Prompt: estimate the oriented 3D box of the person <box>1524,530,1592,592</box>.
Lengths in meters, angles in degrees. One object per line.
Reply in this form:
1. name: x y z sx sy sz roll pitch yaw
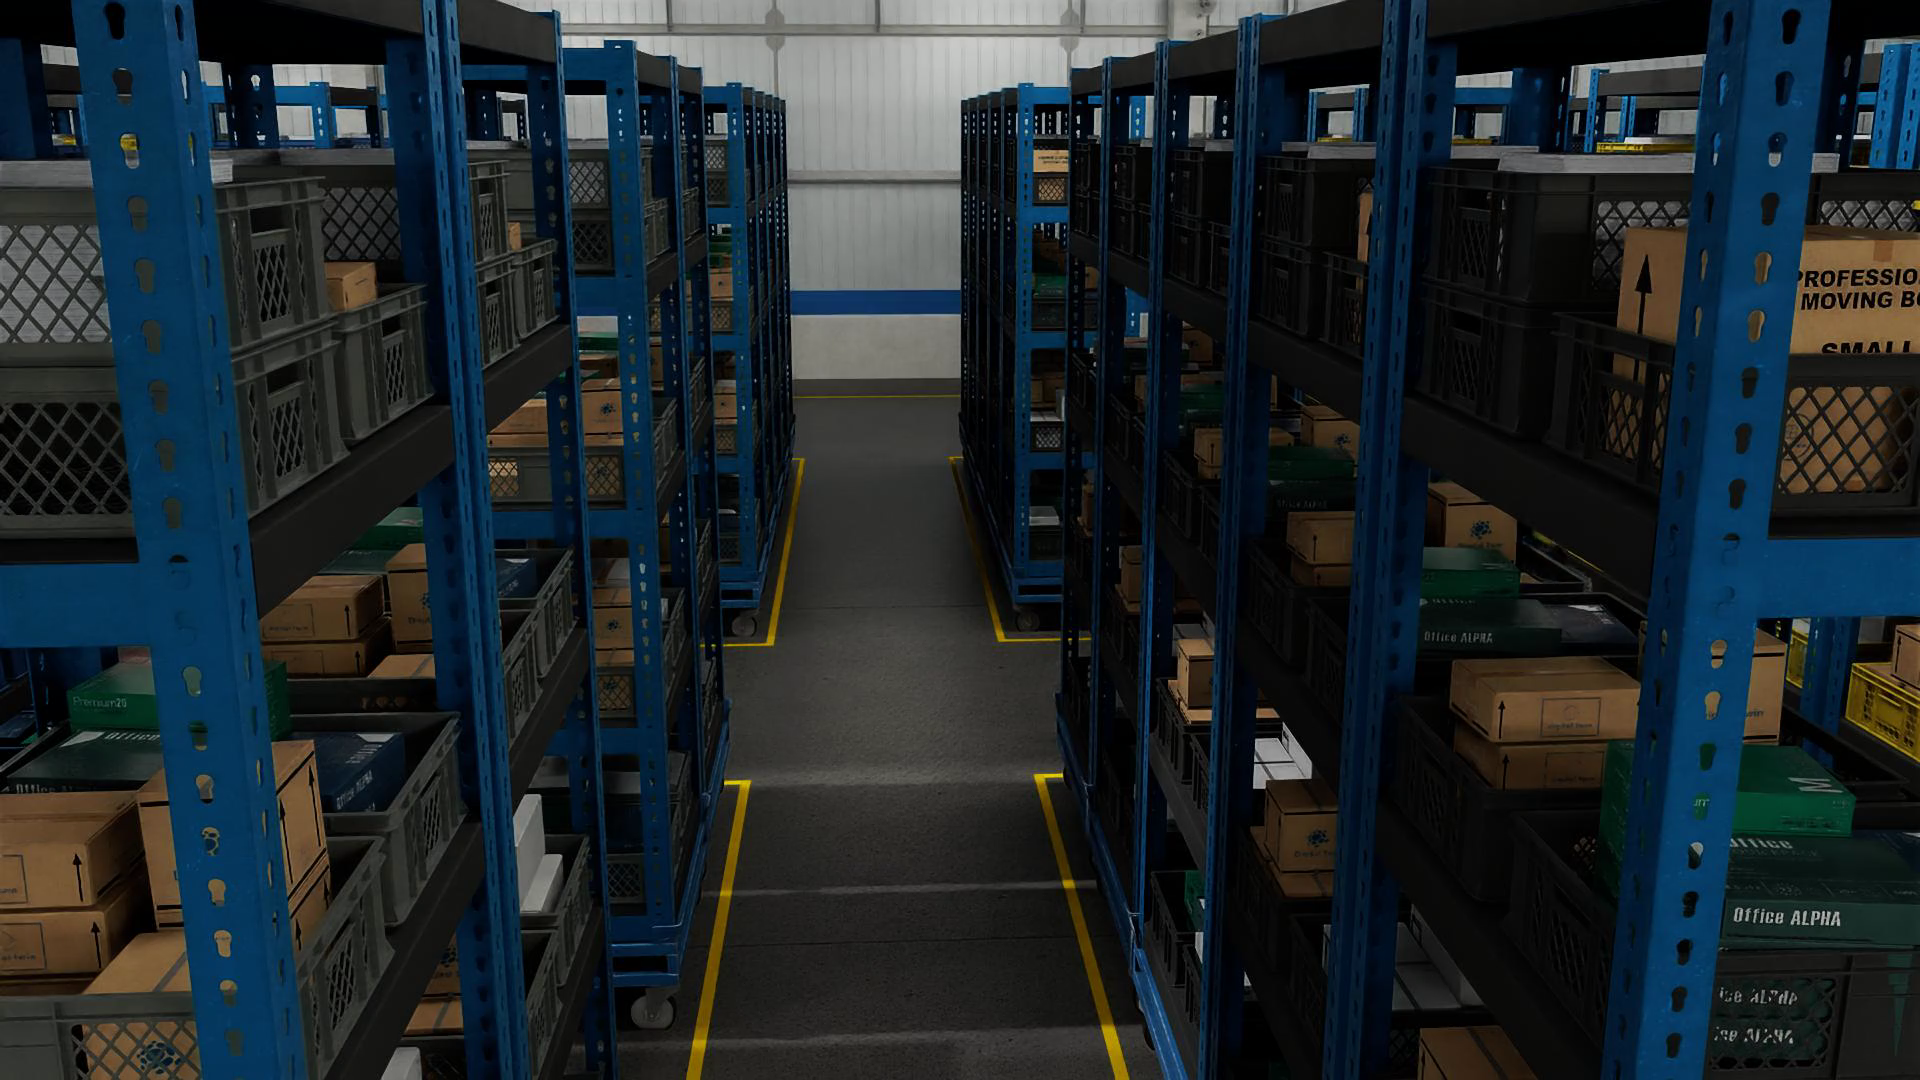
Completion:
1. person: 2.459 0.663 7.350 0.584 1.807 0.825 -1 14 -3
